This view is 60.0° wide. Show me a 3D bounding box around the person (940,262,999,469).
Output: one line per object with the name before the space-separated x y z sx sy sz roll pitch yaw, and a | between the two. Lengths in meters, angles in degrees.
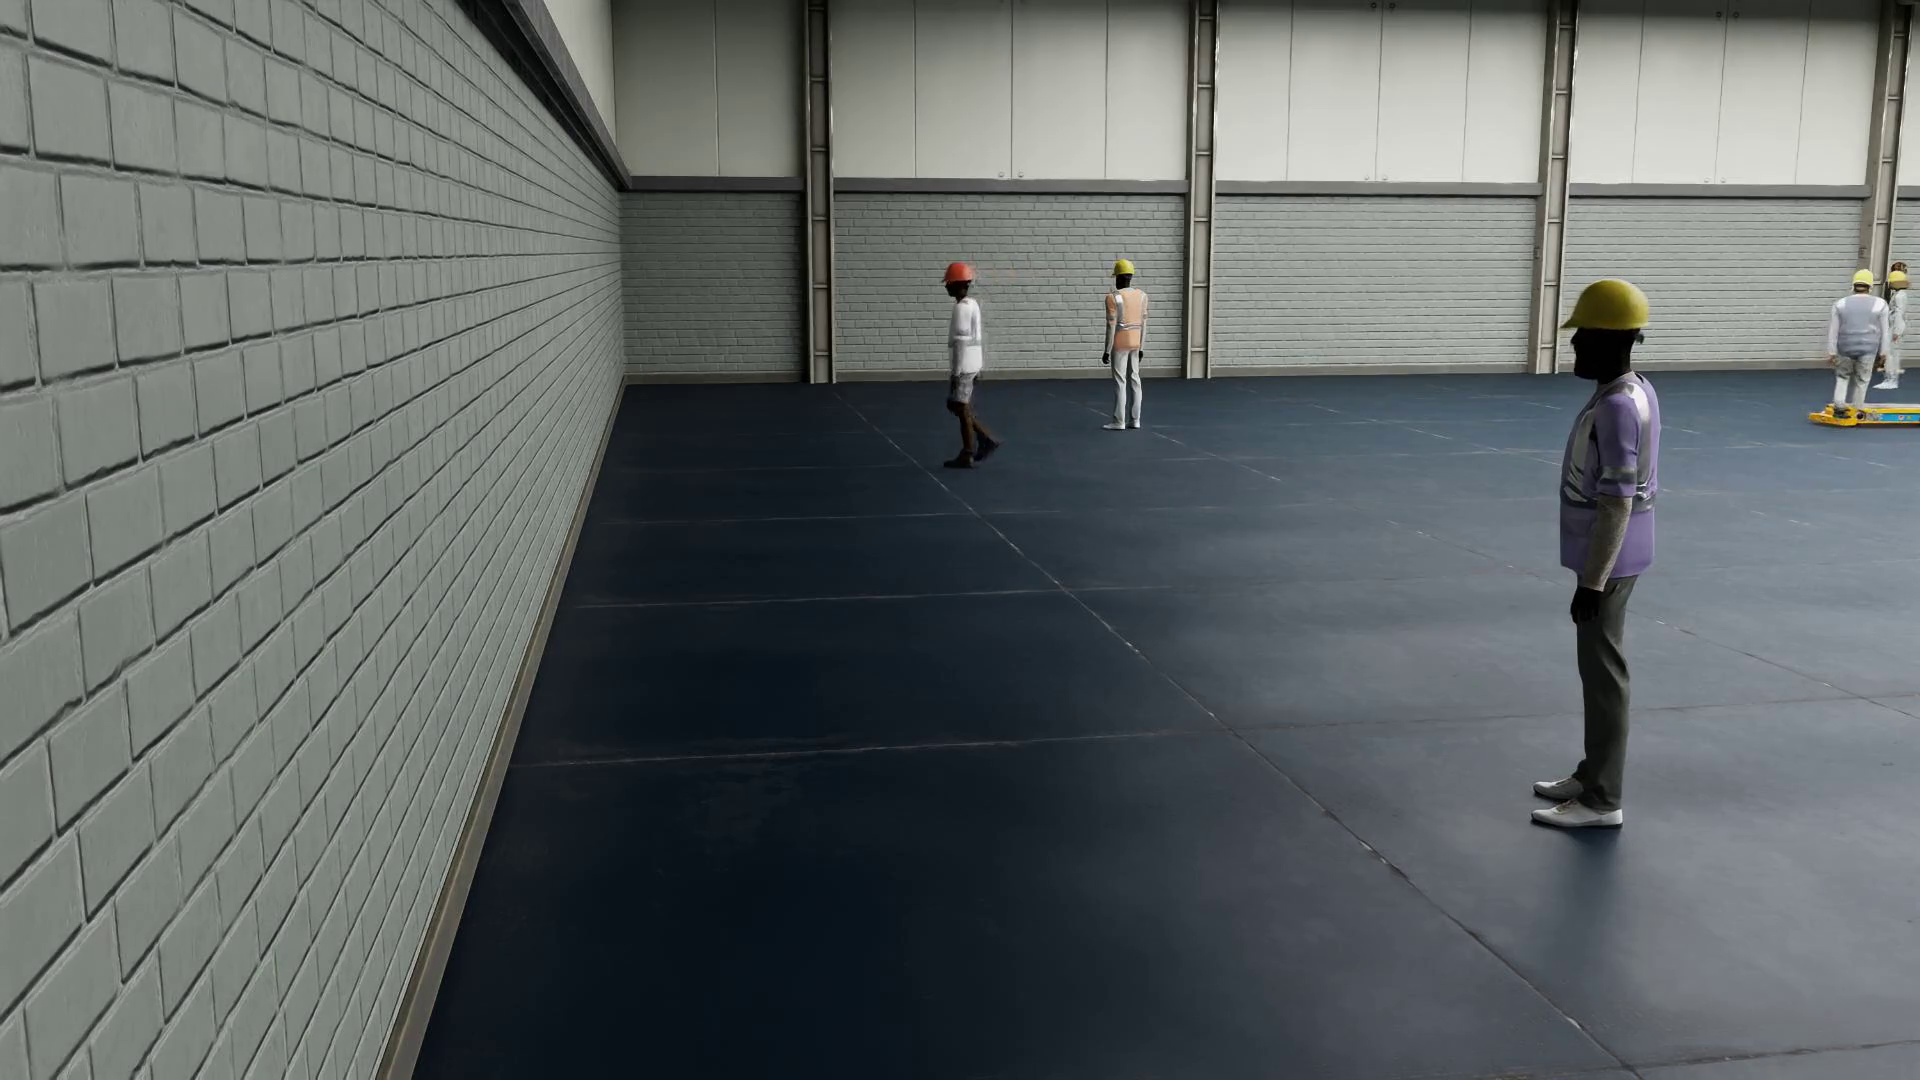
person | 0.040 -1.610 15.442 0.465 1.925 0.542 1 10 6

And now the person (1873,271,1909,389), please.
person | 13.781 -3.102 24.570 0.324 1.741 0.505 6 12 31

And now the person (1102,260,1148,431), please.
person | 1.854 -2.200 18.836 0.585 1.927 0.365 -7 12 -36

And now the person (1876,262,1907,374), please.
person | 15.510 -3.688 27.636 0.351 1.847 0.507 -2 10 -10

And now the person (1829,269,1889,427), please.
person | 10.335 -2.195 19.126 0.596 1.817 0.428 7 12 34

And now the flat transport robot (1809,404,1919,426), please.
flat transport robot | 10.769 -1.464 19.359 1.431 0.197 0.652 0 10 0

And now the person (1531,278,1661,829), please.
person | 2.247 0.054 5.851 0.360 1.930 0.587 4 11 21
